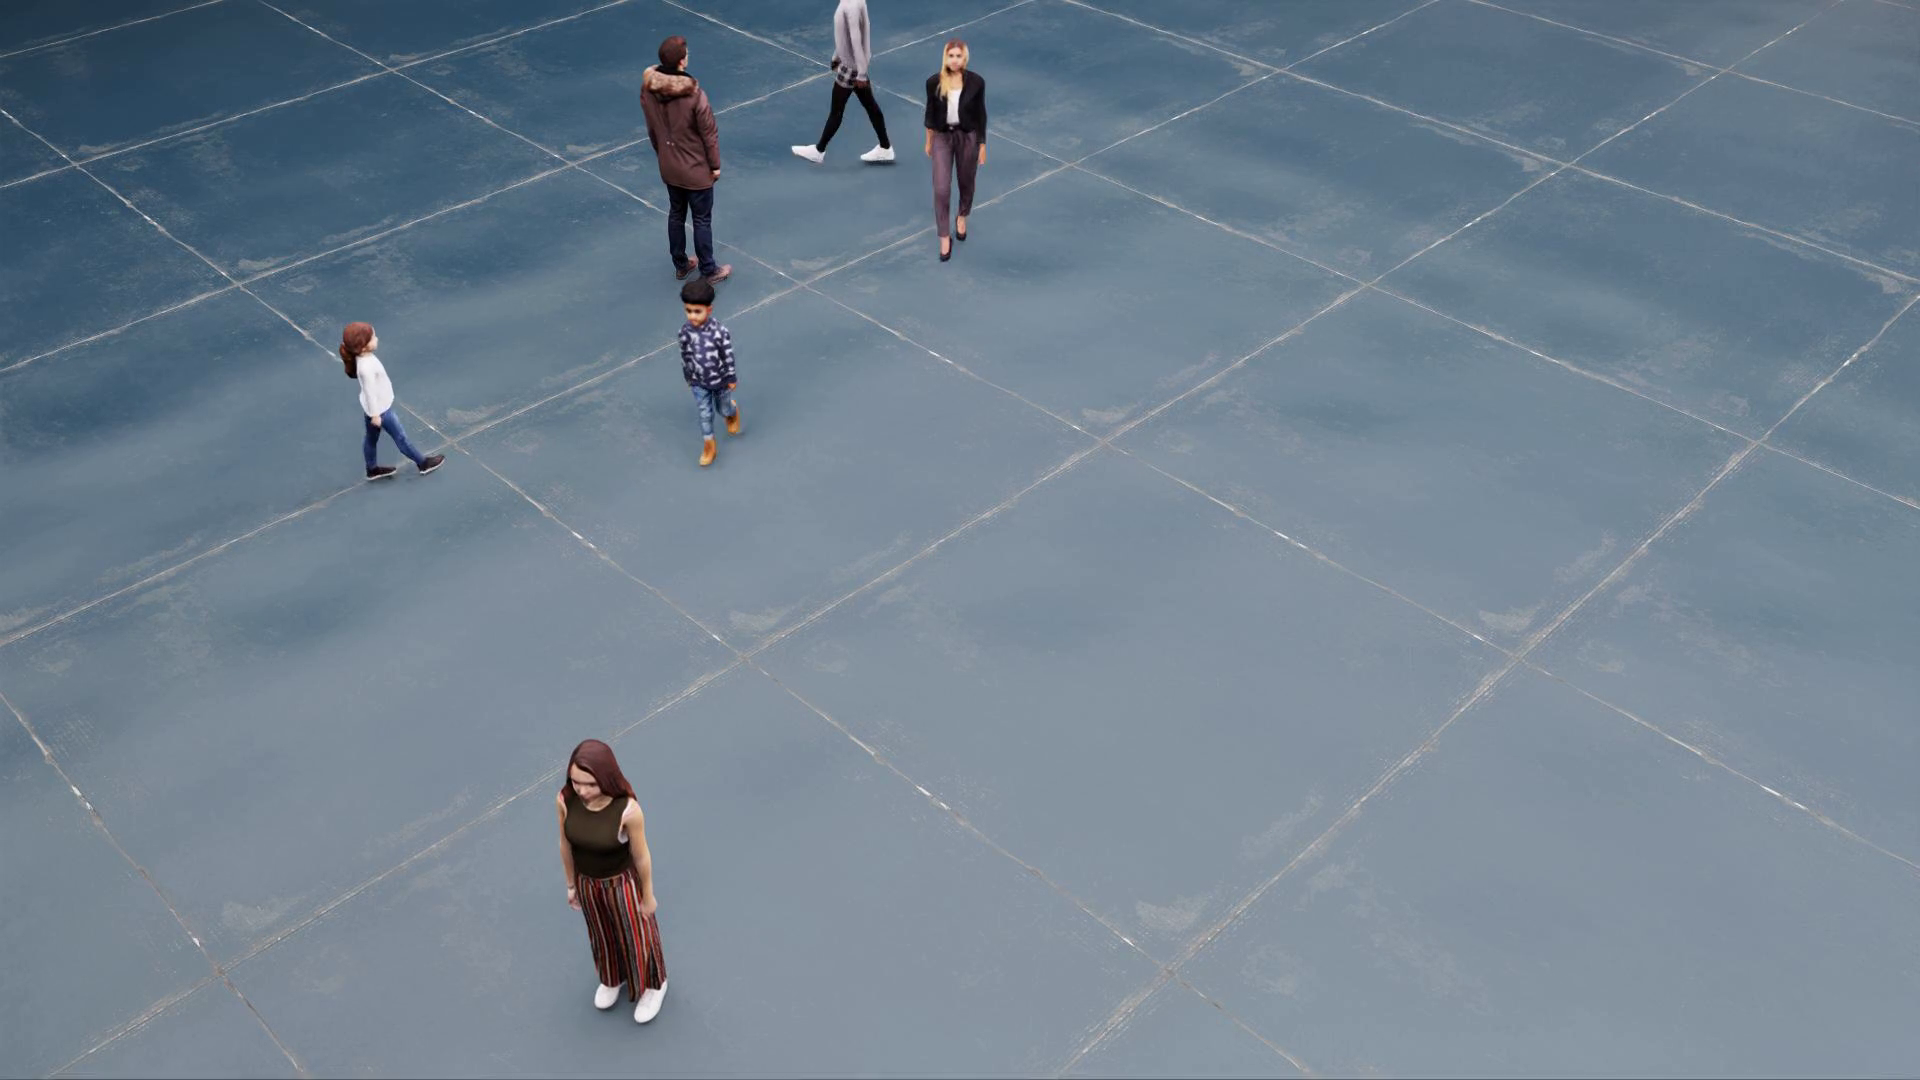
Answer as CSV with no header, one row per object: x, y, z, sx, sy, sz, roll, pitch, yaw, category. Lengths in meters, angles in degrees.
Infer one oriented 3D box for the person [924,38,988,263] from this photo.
-0.023,-2.992,12.541,0.935,1.647,1.000,0,37,0,person

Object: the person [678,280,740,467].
-1.544,-1.072,10.353,0.715,1.239,0.804,6,38,8,person

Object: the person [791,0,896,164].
-0.773,-3.900,13.661,1.182,1.737,1.082,-3,37,-4,person

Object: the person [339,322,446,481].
-3.623,-0.828,10.153,0.767,1.093,0.609,-14,40,-18,person

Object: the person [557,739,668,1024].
-1.435,1.394,6.844,0.623,1.559,0.626,12,39,15,person

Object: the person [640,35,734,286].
-1.986,-2.736,12.038,0.827,1.848,0.779,19,41,23,person
